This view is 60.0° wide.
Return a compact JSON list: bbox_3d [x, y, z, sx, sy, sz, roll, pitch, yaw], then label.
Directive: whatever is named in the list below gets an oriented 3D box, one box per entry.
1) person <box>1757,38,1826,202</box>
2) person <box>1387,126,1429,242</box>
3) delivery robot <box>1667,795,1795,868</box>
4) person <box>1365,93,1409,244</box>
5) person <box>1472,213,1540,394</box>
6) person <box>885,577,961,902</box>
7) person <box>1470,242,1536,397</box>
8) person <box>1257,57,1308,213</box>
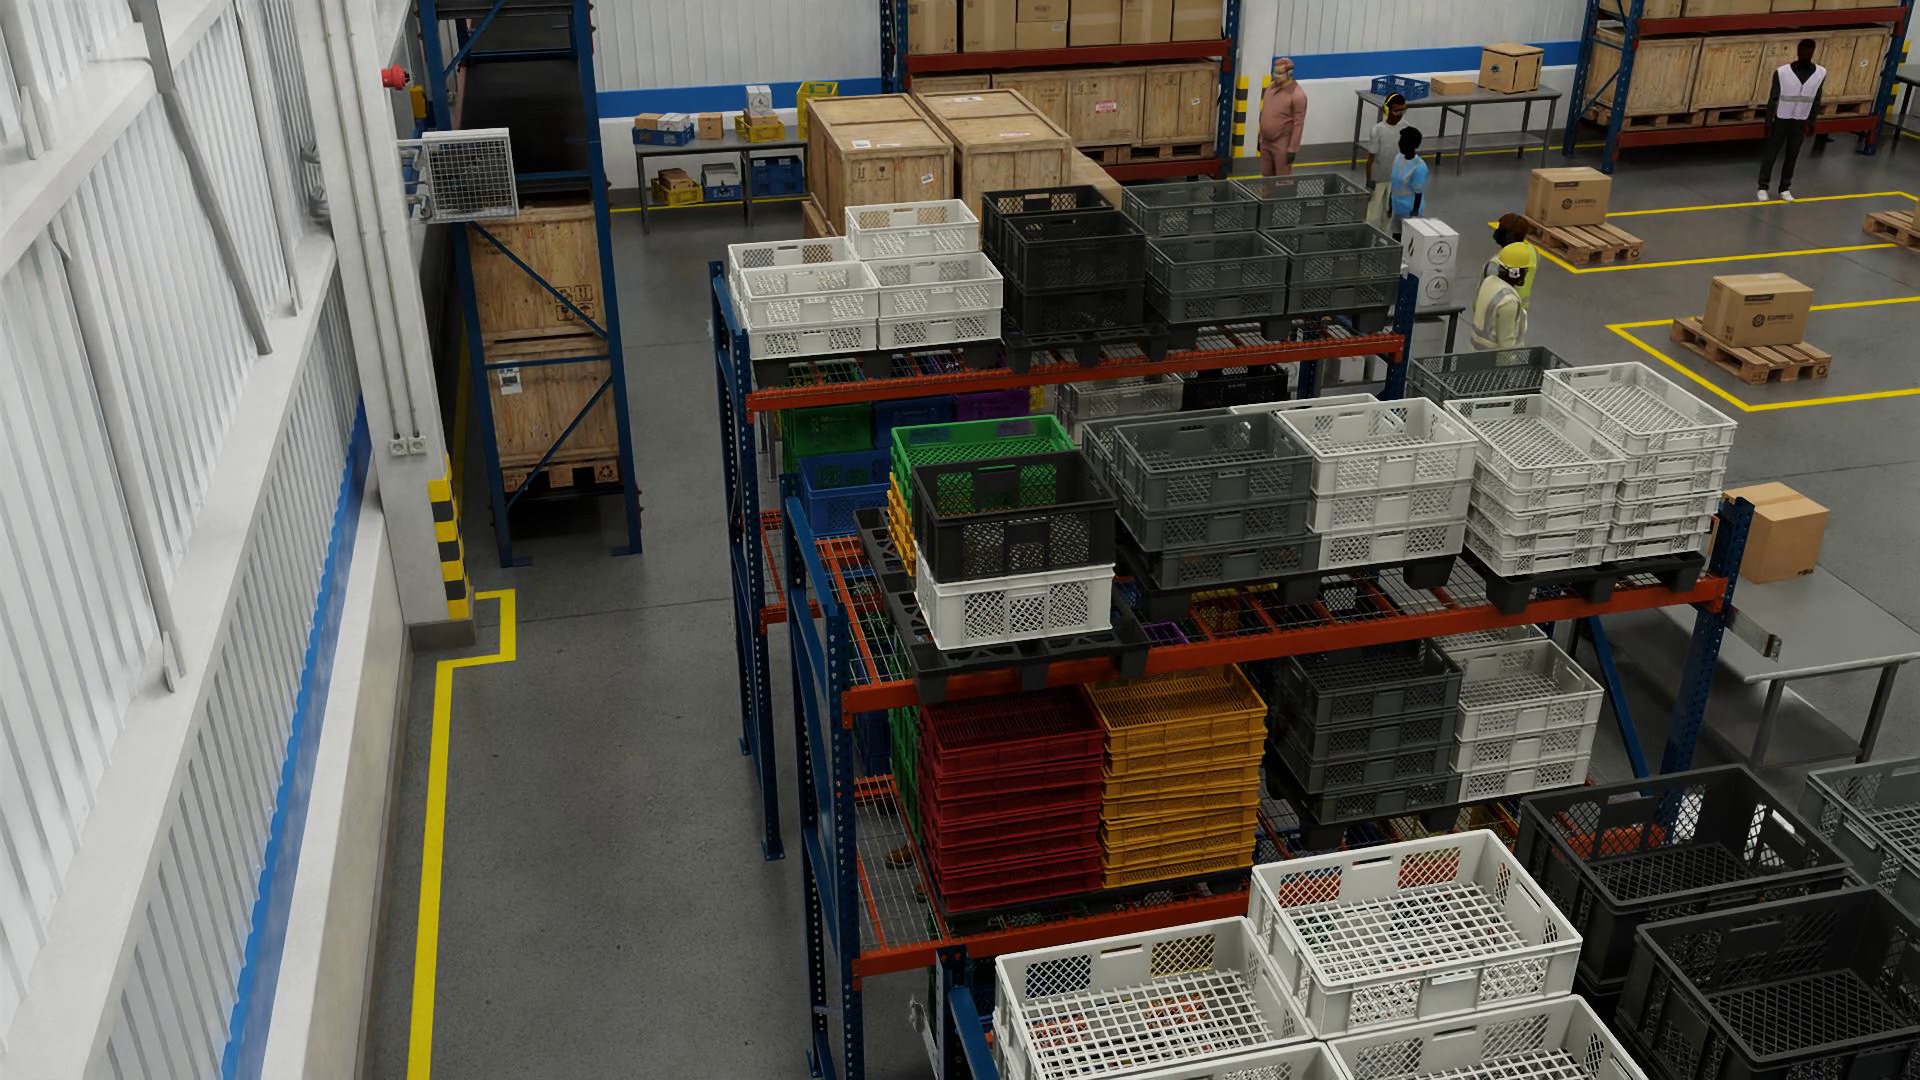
[{"bbox_3d":[9.836,-4.978,19.723,0.592,1.912,0.386,2,28,5],"label":"person"},{"bbox_3d":[4.514,-3.349,16.865,0.327,1.686,0.538,-7,29,-14],"label":"person"},{"bbox_3d":[3.981,1.527,8.721,0.707,0.478,0.477,5,28,10],"label":"delivery robot"},{"bbox_3d":[4.471,-3.771,17.491,0.518,1.856,0.329,-14,31,-25],"label":"person"},{"bbox_3d":[4.445,-1.803,13.763,0.625,1.847,0.429,-25,37,-39],"label":"person"},{"bbox_3d":[-0.159,0.949,8.441,0.355,1.938,0.637,-14,31,-24],"label":"person"},{"bbox_3d":[4.240,-1.468,13.155,0.403,1.822,0.591,0,28,0],"label":"person"},{"bbox_3d":[3.575,-4.481,18.778,0.409,1.908,0.639,-16,32,-27],"label":"person"}]
